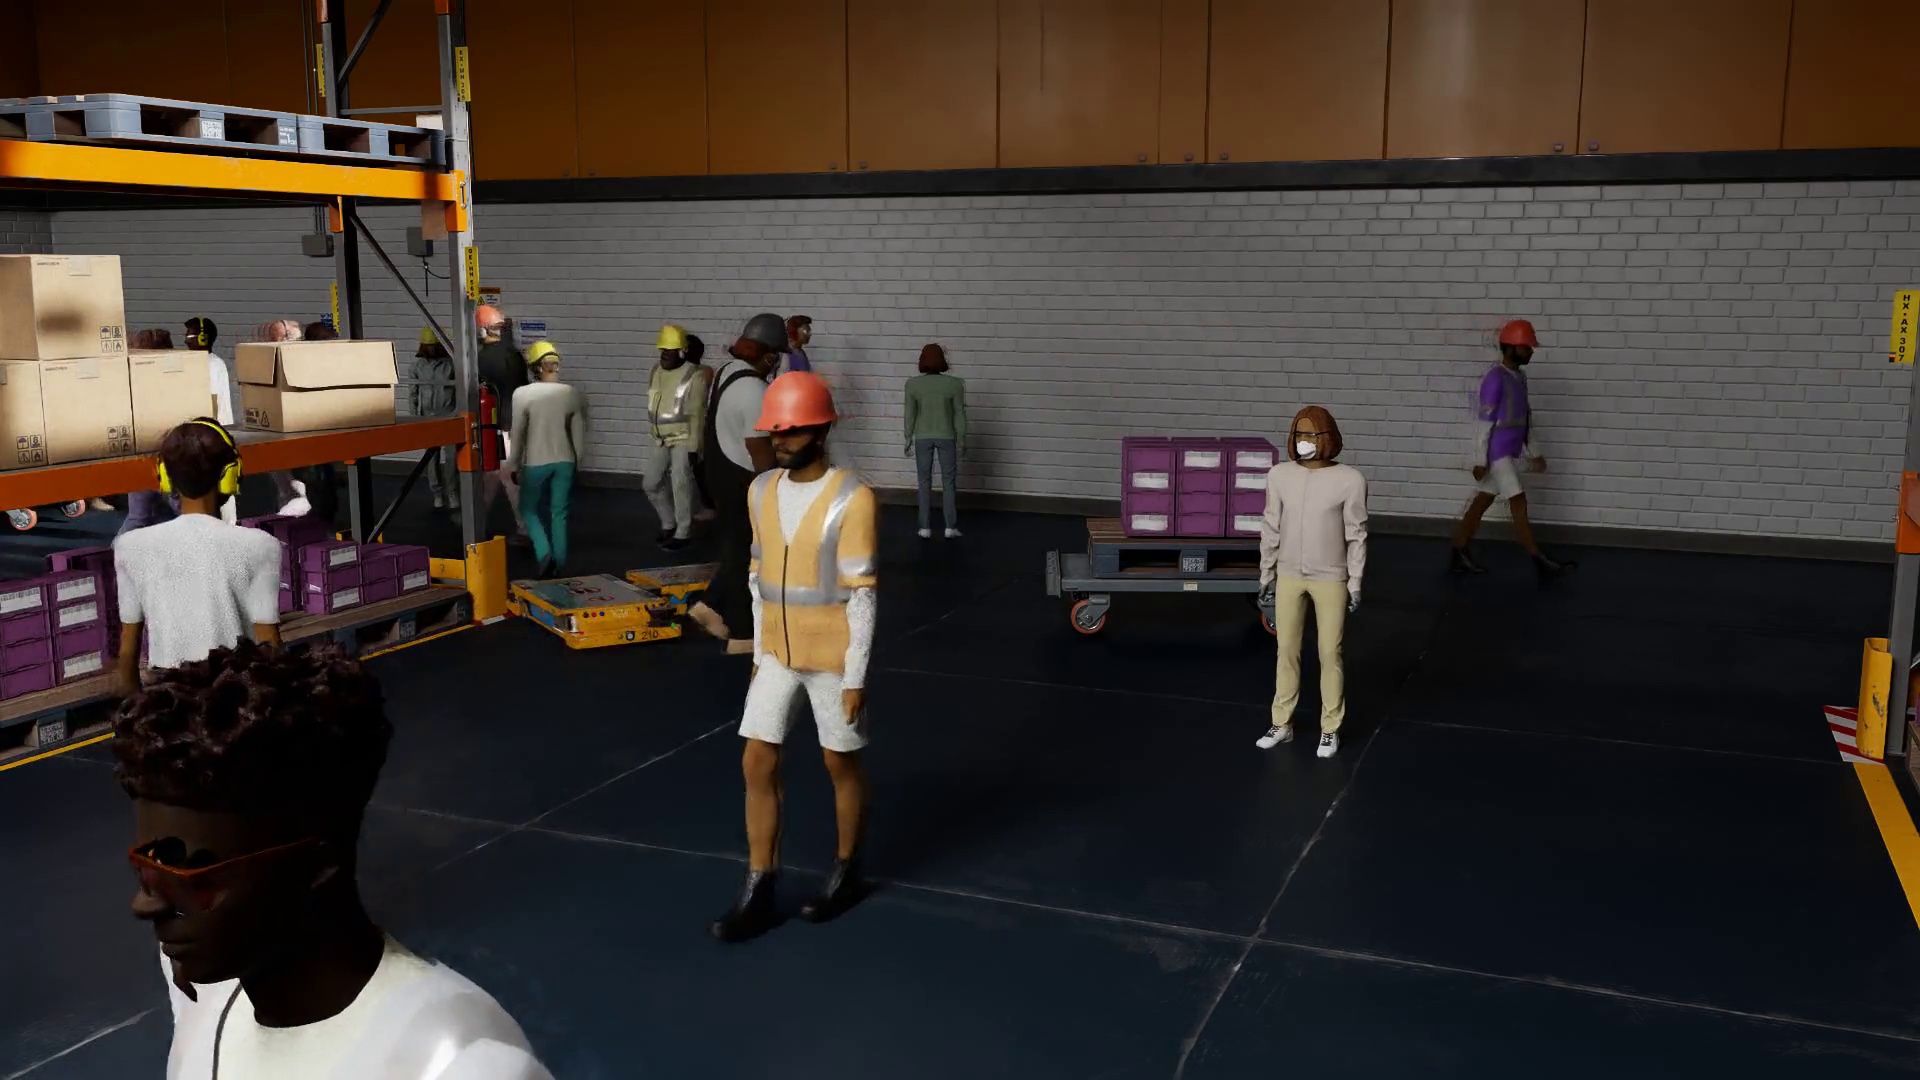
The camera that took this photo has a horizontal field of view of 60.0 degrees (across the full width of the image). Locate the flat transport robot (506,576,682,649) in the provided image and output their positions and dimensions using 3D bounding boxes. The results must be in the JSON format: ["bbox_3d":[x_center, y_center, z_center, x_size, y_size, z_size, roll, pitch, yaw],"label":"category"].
[{"bbox_3d":[-2.320,0.425,10.419,0.652,0.197,1.431,-6,11,-31],"label":"flat transport robot"}]

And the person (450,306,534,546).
[{"bbox_3d":[-3.845,-0.925,13.553,1.019,1.933,0.640,4,10,24],"label":"person"}]

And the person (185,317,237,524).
[{"bbox_3d":[-5.987,-0.845,13.315,0.328,1.865,0.517,-4,10,-22],"label":"person"}]

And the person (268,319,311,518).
[{"bbox_3d":[-4.969,-0.667,12.165,0.651,1.887,0.569,9,13,43],"label":"person"}]

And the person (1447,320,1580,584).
[{"bbox_3d":[4.002,-0.632,11.970,1.018,1.874,0.554,6,11,34],"label":"person"}]

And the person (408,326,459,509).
[{"bbox_3d":[-4.839,-1.123,15.427,0.509,1.704,0.740,-3,10,-17],"label":"person"}]

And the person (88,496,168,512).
[{"bbox_3d":[-7.724,-1.076,15.302,0.814,1.657,0.545,1,9,9],"label":"person"}]

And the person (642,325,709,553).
[{"bbox_3d":[-2.255,-0.788,13.118,0.609,1.807,0.431,6,11,34],"label":"person"}]

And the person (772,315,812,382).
[{"bbox_3d":[-1.571,-1.138,15.170,0.625,1.828,0.581,3,10,17],"label":"person"}]

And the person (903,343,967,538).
[{"bbox_3d":[-0.201,-0.816,13.870,0.547,1.629,0.306,1,9,4],"label":"person"}]

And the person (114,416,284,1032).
[{"bbox_3d":[-2.253,0.537,5.050,0.551,1.817,0.961,-1,9,-5],"label":"person"}]

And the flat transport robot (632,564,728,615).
[{"bbox_3d":[-1.583,0.298,11.183,1.431,0.197,0.652,-6,11,-31],"label":"flat transport robot"}]

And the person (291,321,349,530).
[{"bbox_3d":[-4.444,-0.557,11.479,0.444,1.891,0.607,-9,13,-43],"label":"person"}]

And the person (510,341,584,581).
[{"bbox_3d":[-2.903,-0.527,11.727,0.558,1.741,0.444,-6,11,-33],"label":"person"}]

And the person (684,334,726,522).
[{"bbox_3d":[-2.293,-0.981,14.711,0.322,1.666,0.617,6,11,31],"label":"person"}]

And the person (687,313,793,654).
[{"bbox_3d":[-1.209,-0.332,9.652,0.544,2.000,0.725,-4,10,-24],"label":"person"}]

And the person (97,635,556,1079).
[{"bbox_3d":[-0.569,1.027,1.787,0.616,1.930,0.962,7,12,36],"label":"person"}]

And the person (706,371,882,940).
[{"bbox_3d":[-0.575,0.407,5.549,0.571,1.913,0.780,6,11,30],"label":"person"}]

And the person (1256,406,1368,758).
[{"bbox_3d":[1.627,0.192,7.711,0.507,1.632,0.268,6,11,32],"label":"person"}]

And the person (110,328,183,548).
[{"bbox_3d":[-5.444,-0.504,11.265,0.657,1.858,0.982,5,11,29],"label":"person"}]
